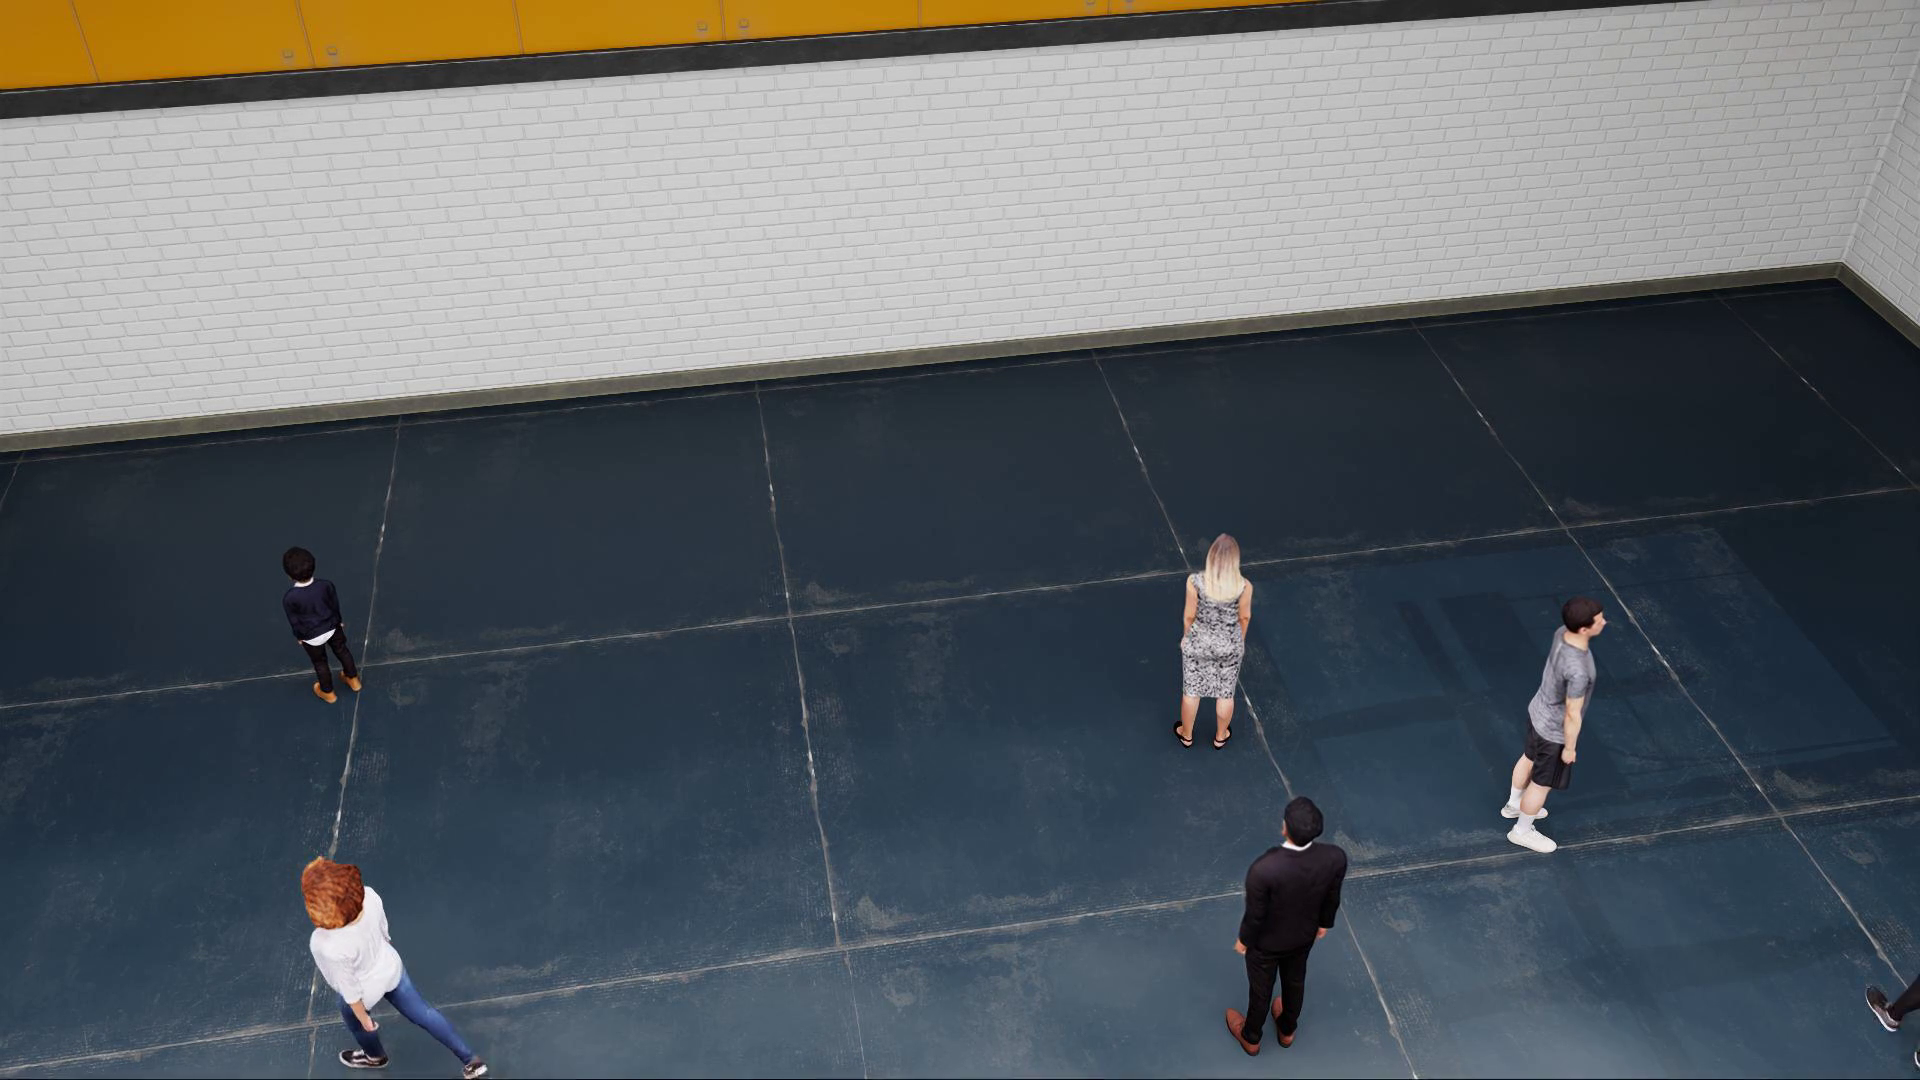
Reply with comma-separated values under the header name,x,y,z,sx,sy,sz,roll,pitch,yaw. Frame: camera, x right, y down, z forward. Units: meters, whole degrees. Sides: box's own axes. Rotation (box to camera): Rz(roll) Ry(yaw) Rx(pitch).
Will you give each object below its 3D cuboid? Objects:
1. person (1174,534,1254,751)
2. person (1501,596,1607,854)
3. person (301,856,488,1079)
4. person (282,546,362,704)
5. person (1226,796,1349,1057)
name,x,y,z,sx,sy,sz,roll,pitch,yaw
person,1.600,0.670,10.532,0.622,1.706,0.598,6,39,7
person,3.530,1.069,9.898,0.774,1.871,0.595,4,39,5
person,-2.936,2.280,8.539,1.050,1.676,1.162,16,41,19
person,-4.261,0.562,11.054,0.571,1.222,0.598,-28,47,-31
person,1.690,2.031,8.684,0.716,1.884,0.580,-10,40,-12
